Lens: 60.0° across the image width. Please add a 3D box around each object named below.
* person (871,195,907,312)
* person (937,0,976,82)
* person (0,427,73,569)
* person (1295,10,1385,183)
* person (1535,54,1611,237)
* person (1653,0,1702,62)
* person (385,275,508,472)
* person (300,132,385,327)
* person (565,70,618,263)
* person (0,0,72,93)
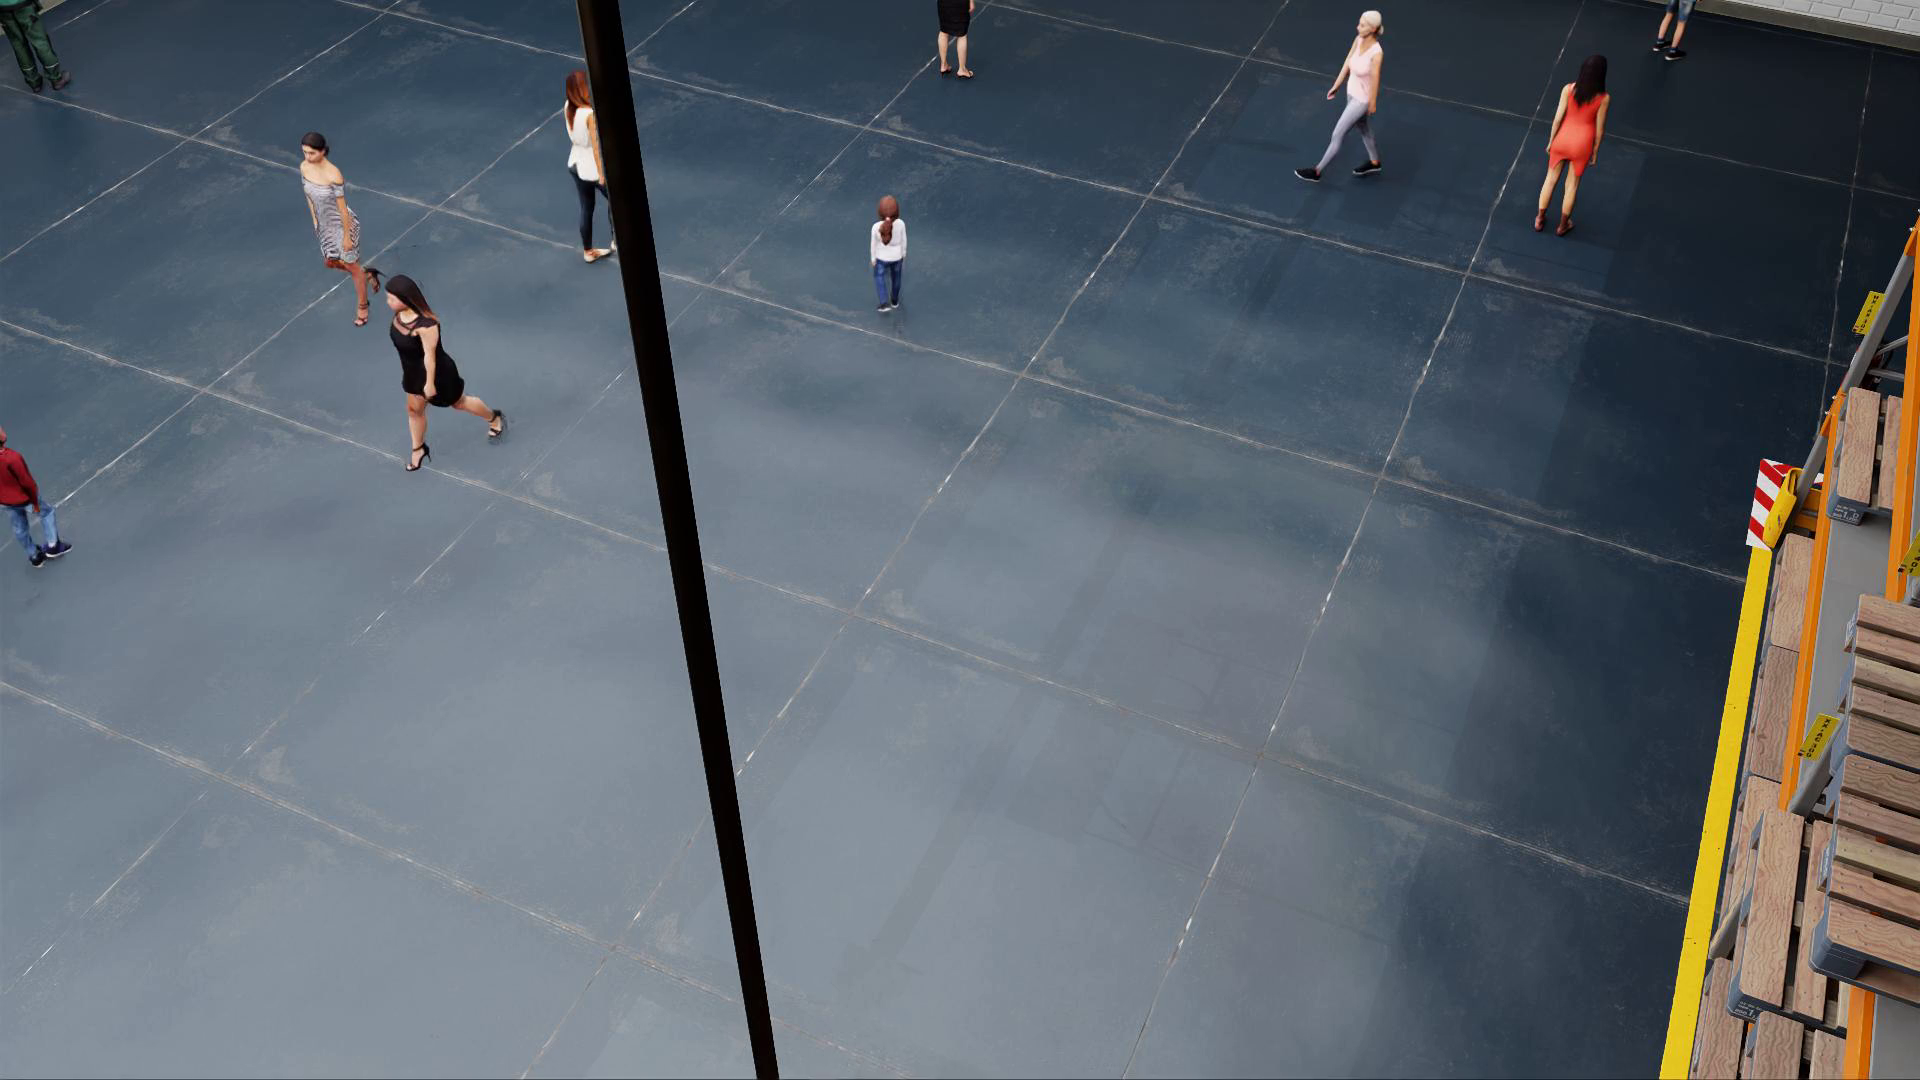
[{"bbox_3d":[-0.589,-2.385,13.955,0.589,1.107,0.659,-7,44,-7],"label":"person"},{"bbox_3d":[-0.068,-5.464,16.726,0.612,1.742,0.536,22,48,22],"label":"person"},{"bbox_3d":[-6.639,-0.279,11.644,0.573,1.244,0.584,3,44,3],"label":"person"},{"bbox_3d":[3.748,-4.071,15.311,1.040,1.677,1.099,-8,44,-8],"label":"person"},{"bbox_3d":[5.400,-3.479,14.659,0.596,1.719,0.508,20,47,20],"label":"person"},{"bbox_3d":[7.507,-5.708,17.194,0.654,1.450,0.597,-16,46,-16],"label":"person"},{"bbox_3d":[-3.844,-1.273,12.377,1.184,1.672,0.939,-32,52,-29],"label":"person"},{"bbox_3d":[-5.031,-2.590,13.659,0.595,1.812,0.705,20,47,20],"label":"person"},{"bbox_3d":[-3.268,-3.157,14.287,0.728,1.766,0.811,31,51,28],"label":"person"},{"bbox_3d":[-9.423,-5.349,16.535,0.786,1.839,0.800,-5,44,-5],"label":"person"}]
